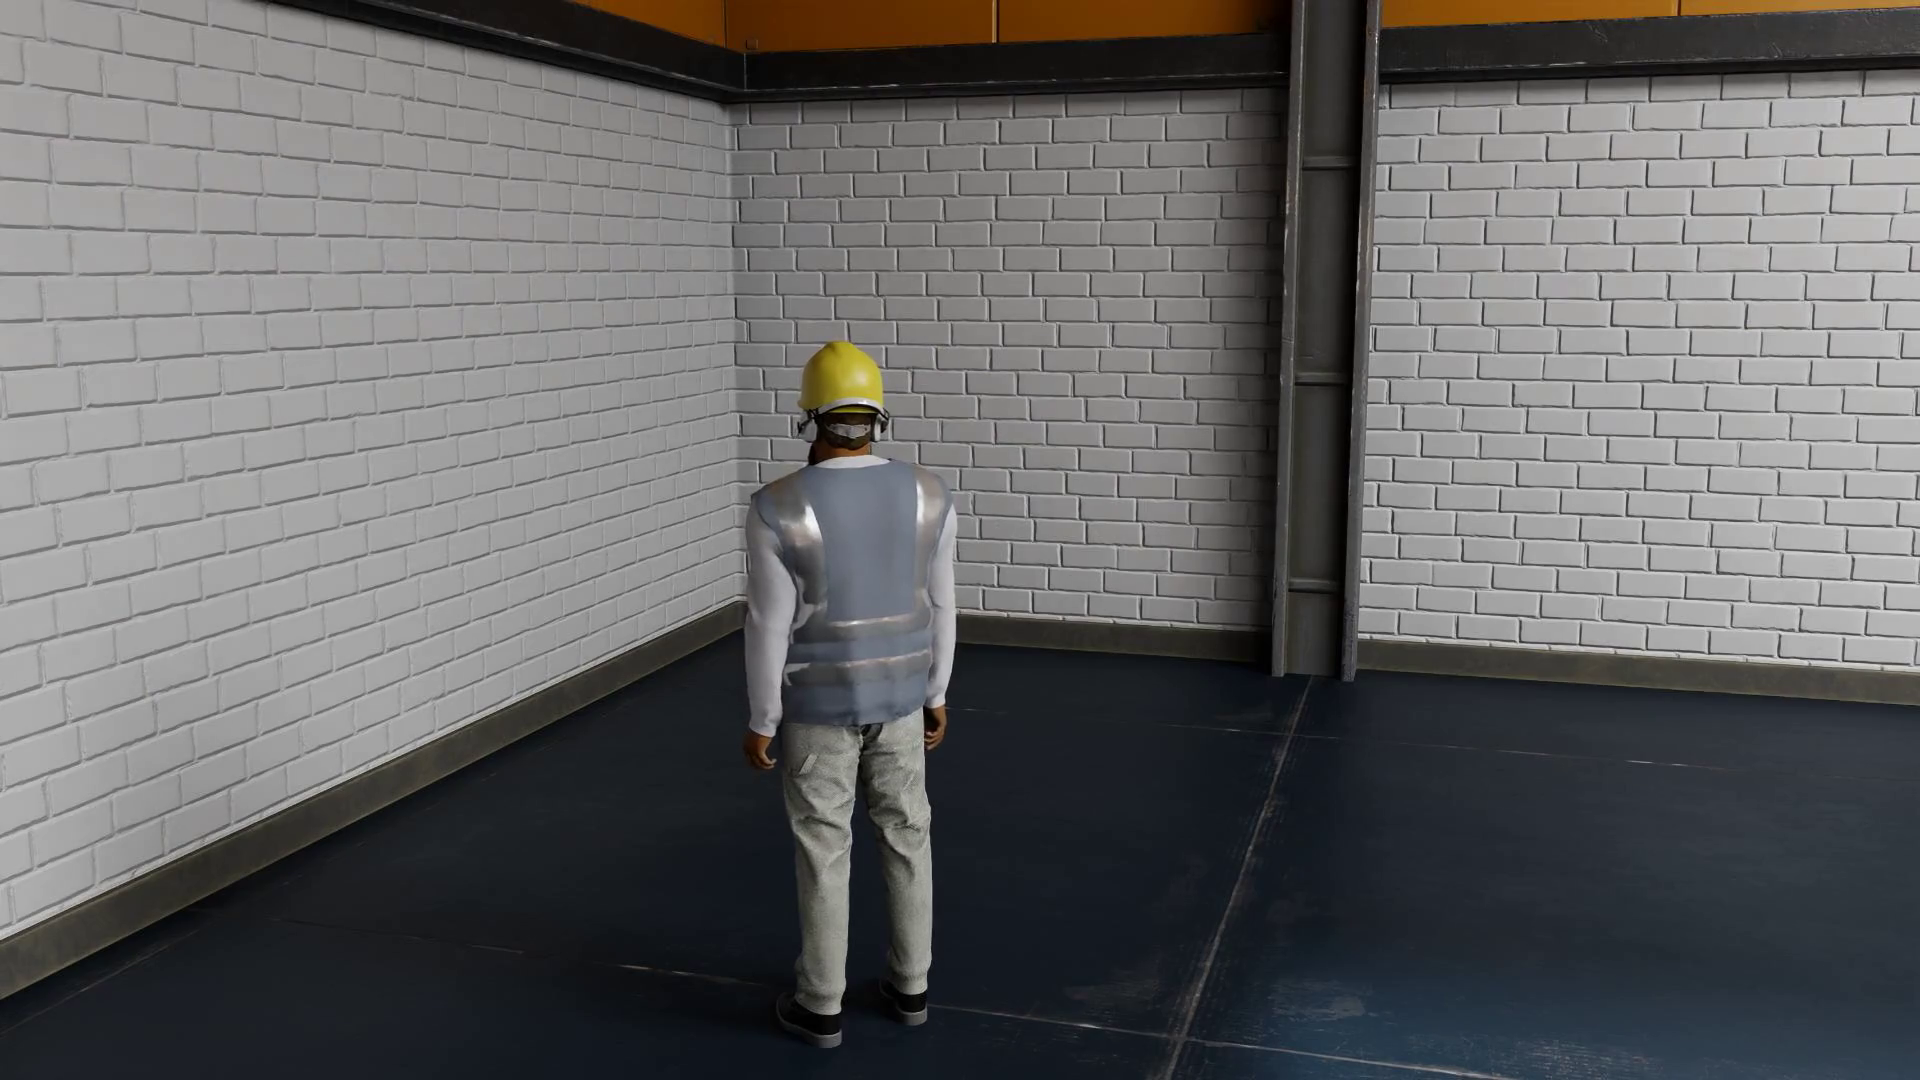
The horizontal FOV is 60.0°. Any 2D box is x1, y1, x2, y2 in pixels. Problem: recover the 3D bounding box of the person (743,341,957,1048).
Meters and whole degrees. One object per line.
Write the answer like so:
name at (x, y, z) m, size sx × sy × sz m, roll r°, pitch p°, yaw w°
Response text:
person at (-0.294, 0.403, 4.348) m, size 0.586 × 1.835 × 0.403 m, roll -5°, pitch 10°, yaw -26°
